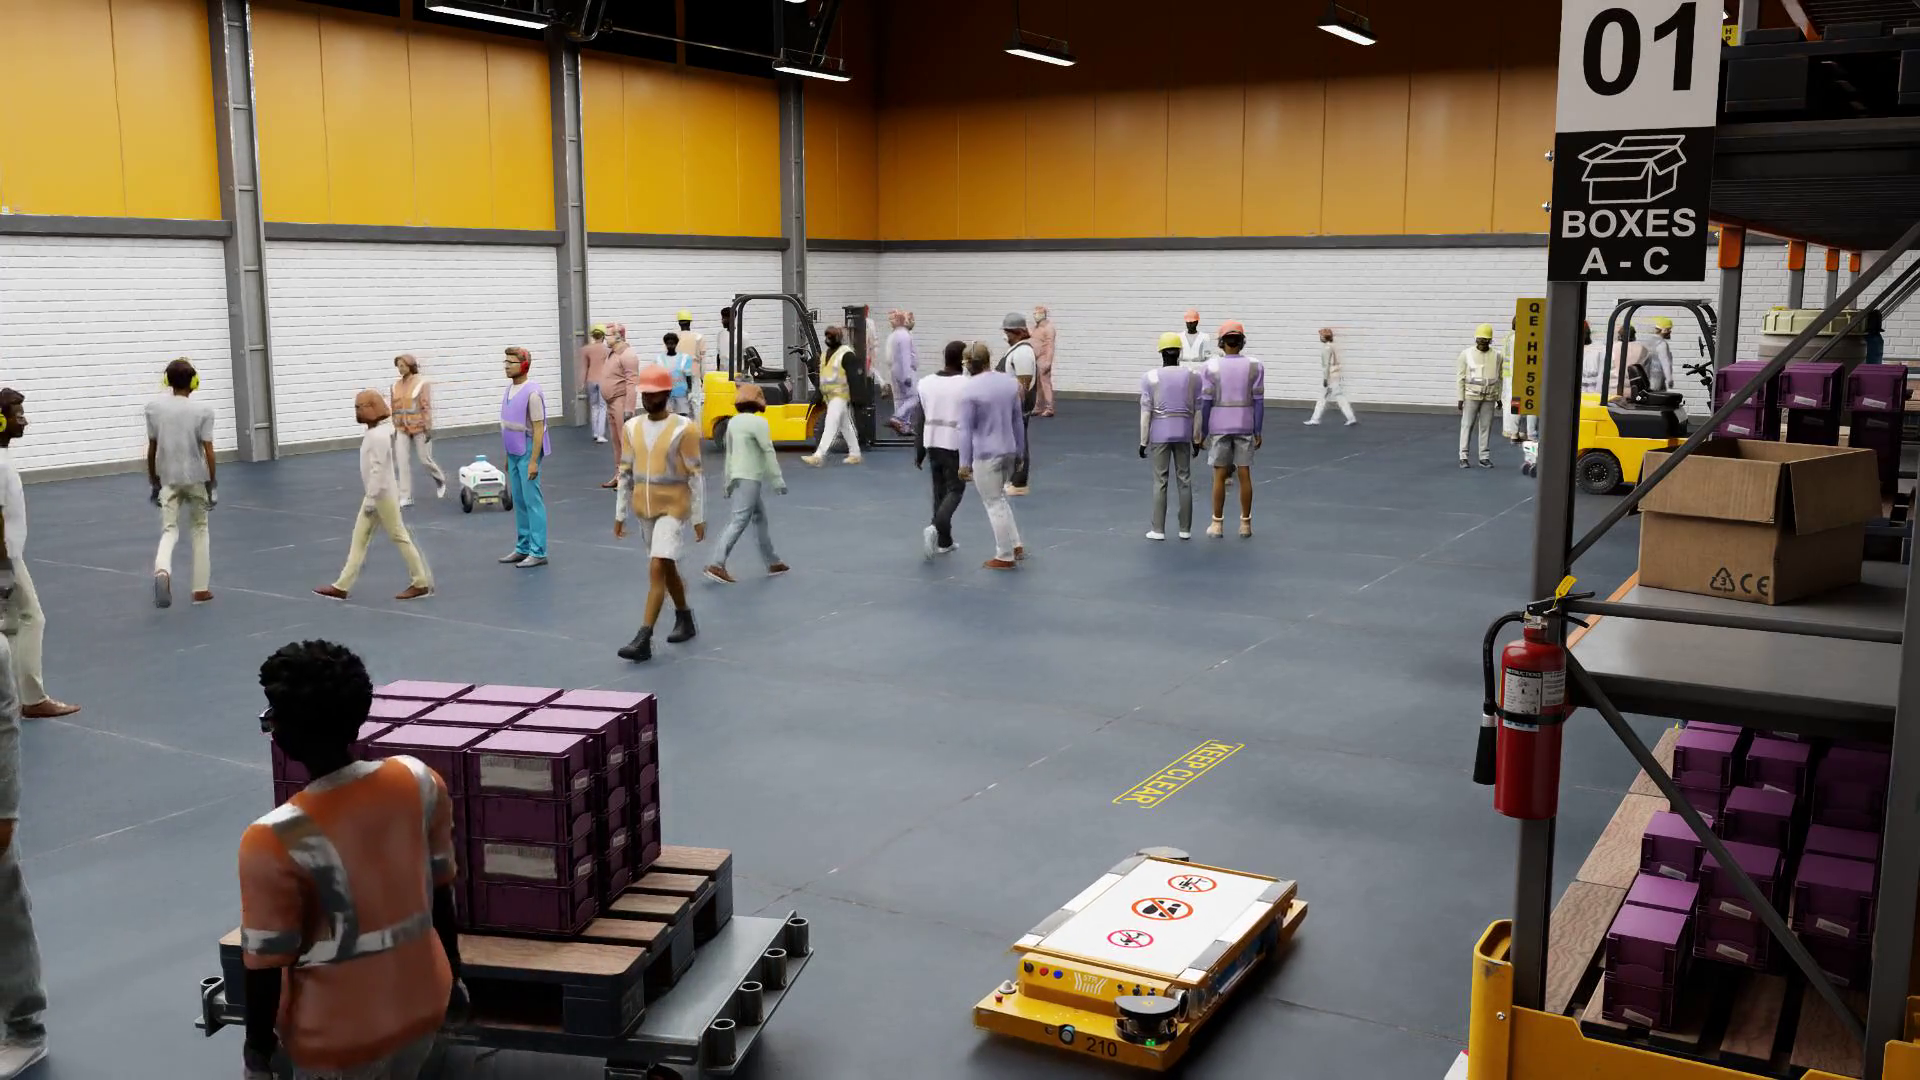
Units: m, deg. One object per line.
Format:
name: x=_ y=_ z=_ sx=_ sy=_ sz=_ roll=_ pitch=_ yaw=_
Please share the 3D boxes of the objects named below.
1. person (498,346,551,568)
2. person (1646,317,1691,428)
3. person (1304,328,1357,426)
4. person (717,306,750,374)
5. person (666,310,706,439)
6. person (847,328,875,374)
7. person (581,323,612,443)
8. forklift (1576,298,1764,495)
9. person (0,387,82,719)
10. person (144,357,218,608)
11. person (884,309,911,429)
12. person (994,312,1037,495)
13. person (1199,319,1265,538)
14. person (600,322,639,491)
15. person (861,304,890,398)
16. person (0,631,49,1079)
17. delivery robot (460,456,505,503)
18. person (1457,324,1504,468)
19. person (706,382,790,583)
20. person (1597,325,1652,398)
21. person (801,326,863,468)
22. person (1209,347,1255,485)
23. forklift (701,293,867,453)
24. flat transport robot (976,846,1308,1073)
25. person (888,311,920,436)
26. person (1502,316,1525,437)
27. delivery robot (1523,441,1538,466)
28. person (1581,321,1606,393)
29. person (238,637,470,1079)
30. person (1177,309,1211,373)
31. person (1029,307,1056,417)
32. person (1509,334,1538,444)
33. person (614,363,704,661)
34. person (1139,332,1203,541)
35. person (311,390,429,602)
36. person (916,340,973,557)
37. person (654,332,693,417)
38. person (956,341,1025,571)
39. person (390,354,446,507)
person: x=-3.657 y=-0.698 z=13.969 sx=0.385 sy=1.849 sz=0.569 roll=-7 pitch=12 yaw=-39
person: x=10.774 y=-2.512 z=25.490 sx=0.916 sy=1.780 sz=0.621 roll=1 pitch=9 yaw=9
person: x=6.028 y=-2.625 z=26.833 sx=0.827 sy=1.581 sz=0.551 roll=2 pitch=9 yaw=14
person: x=-3.436 y=-2.537 z=25.095 sx=0.609 sy=1.961 sz=0.367 roll=6 pitch=11 yaw=31
person: x=-4.056 y=-2.439 z=24.609 sx=0.589 sy=1.924 sz=0.384 roll=-3 pitch=10 yaw=-19
person: x=-1.838 y=-3.363 z=30.898 sx=0.526 sy=1.757 sz=0.408 roll=0 pitch=9 yaw=-2
person: x=-5.228 y=-2.286 z=24.249 sx=0.531 sy=1.738 sz=0.668 roll=2 pitch=9 yaw=12
forklift: x=7.954 y=-1.589 z=18.462 sx=2.313 sy=2.155 sz=1.214 roll=5 pitch=11 yaw=30
person: x=-5.271 y=0.094 z=9.045 sx=0.674 sy=1.847 sz=0.526 roll=-7 pitch=11 yaw=-37
person: x=-5.710 y=-0.407 z=12.159 sx=0.529 sy=1.850 sz=0.724 roll=-2 pitch=9 yaw=-10
person: x=-0.991 y=-2.713 z=26.394 sx=0.407 sy=1.902 sz=0.639 roll=-4 pitch=10 yaw=-22
person: x=0.587 y=-1.523 z=18.528 sx=0.536 sy=2.000 sz=0.689 roll=0 pitch=9 yaw=0
person: x=2.514 y=-1.032 z=15.477 sx=0.605 sy=2.036 sz=0.388 roll=0 pitch=9 yaw=-1
person: x=-3.876 y=-1.510 z=18.868 sx=0.406 sy=1.904 sz=0.654 roll=-5 pitch=11 yaw=-31
person: x=-1.791 y=-3.696 z=32.654 sx=0.659 sy=1.872 sz=0.594 roll=4 pitch=10 yaw=25
person: x=-3.048 y=0.789 z=5.028 sx=0.492 sy=1.741 sz=0.325 roll=4 pitch=10 yaw=23
delivery robot: x=-4.978 y=-0.635 z=17.319 sx=0.477 sy=0.478 sz=0.707 roll=-5 pitch=10 yaw=-27
person: x=6.585 y=-1.817 z=21.032 sx=0.592 sy=1.825 sz=0.404 roll=-1 pitch=9 yaw=-3
person: x=-1.719 y=-0.469 z=13.341 sx=0.832 sy=1.585 sz=0.590 roll=-7 pitch=11 yaw=-36
person: x=8.457 y=-1.837 z=21.223 sx=0.644 sy=1.817 sz=0.454 roll=2 pitch=9 yaw=14
person: x=-1.619 y=-1.829 z=21.205 sx=0.985 sy=1.790 sz=0.648 roll=-7 pitch=11 yaw=-36
person: x=3.214 y=-1.553 z=19.508 sx=0.538 sy=1.792 sz=0.983 roll=4 pitch=10 yaw=26
forklift: x=-2.458 y=-2.344 z=23.176 sx=2.313 sy=2.155 sz=1.214 roll=0 pitch=9 yaw=-2
flat transport robot: x=0.678 y=1.401 z=5.782 sx=0.652 sy=0.197 sz=1.431 roll=5 pitch=10 yaw=29
person: x=-0.799 y=-2.490 z=24.997 sx=0.426 sy=1.895 sz=0.667 roll=-2 pitch=9 yaw=-11
person: x=8.386 y=-2.472 z=25.074 sx=0.429 sy=1.839 sz=0.634 roll=2 pitch=9 yaw=15
delivery robot: x=7.196 y=-1.081 z=20.098 sx=0.707 sy=0.478 sz=0.477 roll=0 pitch=9 yaw=-2
person: x=8.250 y=-1.953 z=21.795 sx=0.691 sy=1.853 sz=0.436 roll=4 pitch=10 yaw=21
person: x=-1.311 y=1.040 z=3.605 sx=0.374 sy=1.681 sz=0.563 roll=4 pitch=10 yaw=24
person: x=3.426 y=-2.453 z=24.653 sx=0.551 sy=1.935 sz=0.375 roll=3 pitch=9 yaw=15
person: x=1.371 y=-3.032 z=28.513 sx=0.612 sy=1.906 sz=0.676 roll=-5 pitch=10 yaw=-27
person: x=8.148 y=-2.312 z=23.806 sx=0.366 sy=1.932 sz=0.632 roll=-7 pitch=11 yaw=-37
person: x=-1.964 y=-0.200 z=10.763 sx=0.564 sy=1.884 sz=0.981 roll=4 pitch=10 yaw=22
person: x=1.933 y=-0.949 z=15.305 sx=0.587 sy=1.925 sz=0.376 roll=-1 pitch=9 yaw=-8
person: x=-4.396 y=-0.318 z=12.387 sx=0.842 sy=1.579 sz=0.519 roll=-5 pitch=10 yaw=-27
person: x=-0.140 y=-0.781 z=14.388 sx=0.631 sy=1.888 sz=0.796 roll=4 pitch=10 yaw=24
person: x=-3.907 y=-2.003 z=22.644 sx=0.540 sy=1.674 sz=0.632 roll=-2 pitch=9 yaw=-12
person: x=0.242 y=-0.672 z=13.696 sx=0.460 sy=1.894 sz=0.653 roll=8 pitch=12 yaw=39
person: x=-5.763 y=-1.175 z=17.639 sx=0.516 sy=1.622 sz=0.658 roll=3 pitch=9 yaw=15
